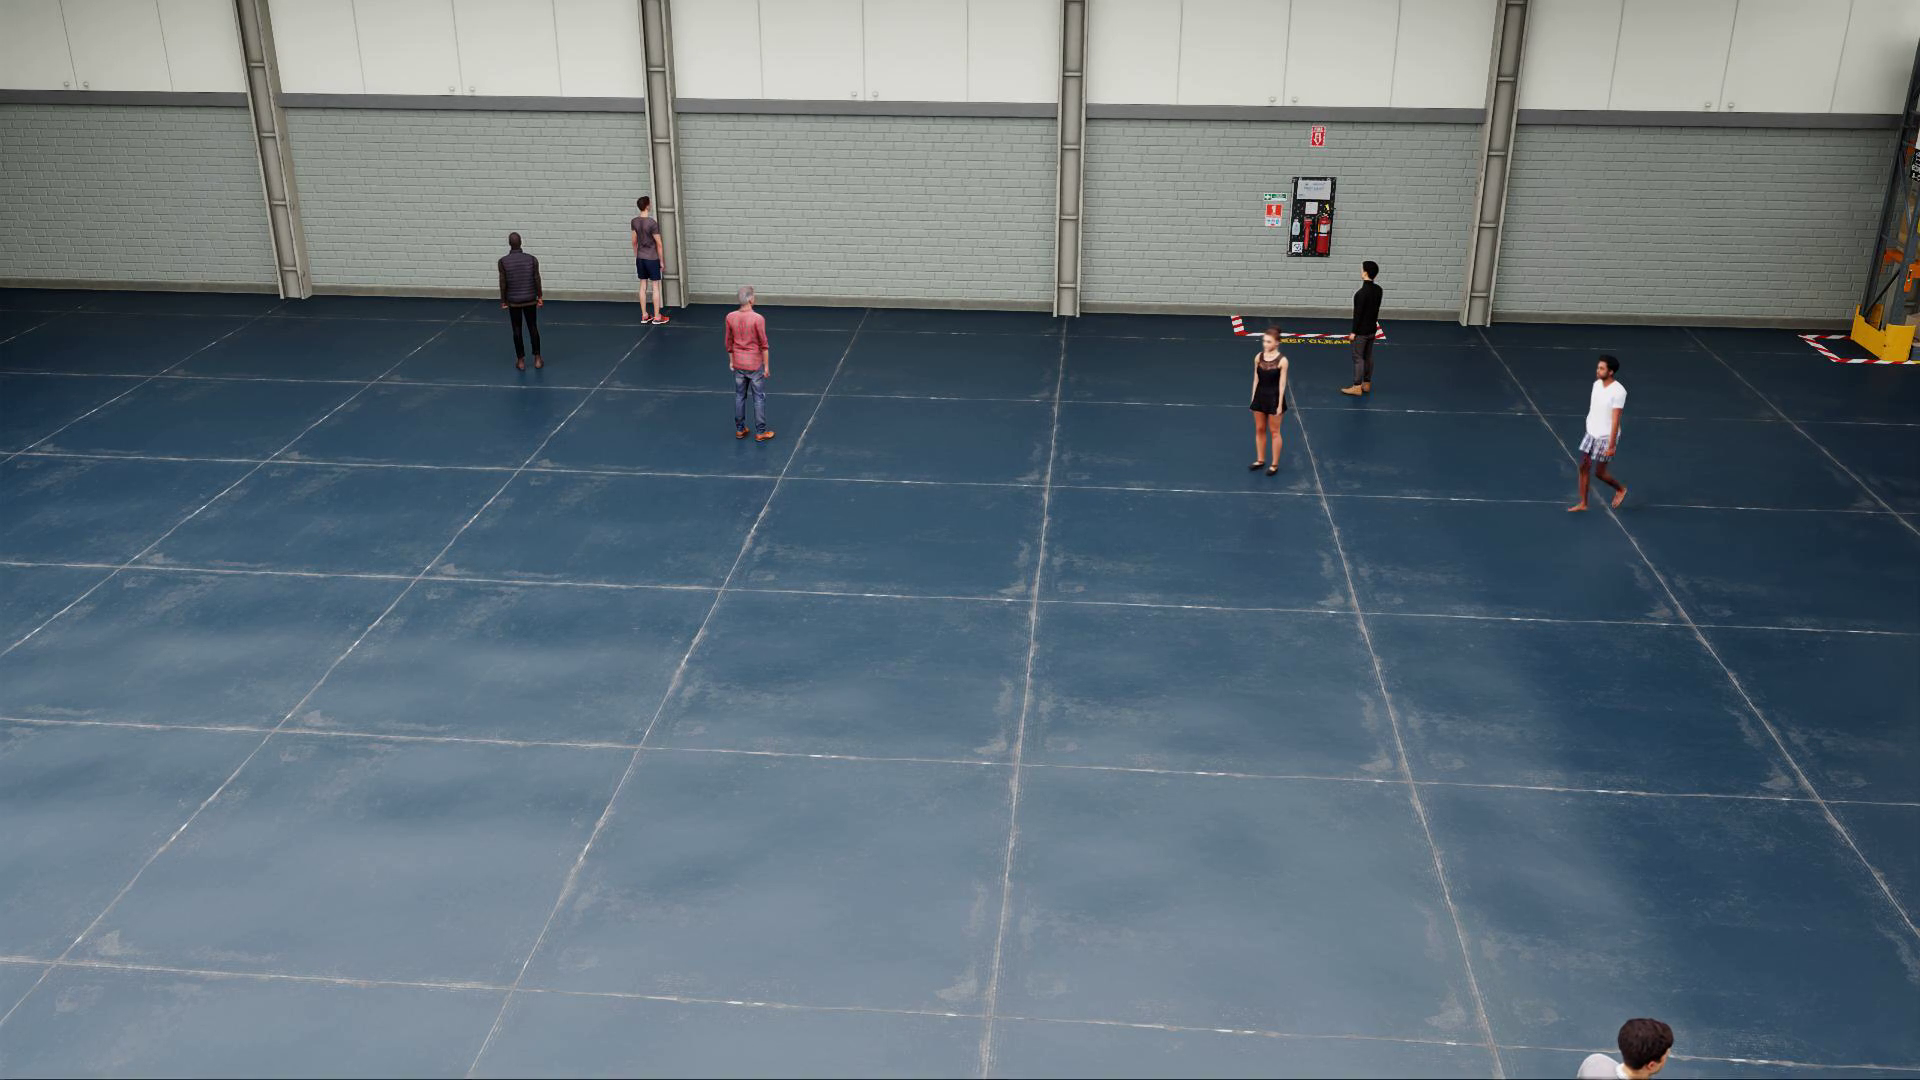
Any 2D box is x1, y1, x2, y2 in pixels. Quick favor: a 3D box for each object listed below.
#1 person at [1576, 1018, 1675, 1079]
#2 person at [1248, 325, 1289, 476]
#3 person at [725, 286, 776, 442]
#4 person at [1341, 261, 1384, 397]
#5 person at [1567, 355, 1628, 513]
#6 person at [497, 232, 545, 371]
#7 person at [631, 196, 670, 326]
[{"bbox_3d":[2.961,2.968,7.559,0.799,1.921,0.833,-9,25,-20],"label":"person"},{"bbox_3d":[3.452,-1.570,18.538,0.676,1.681,0.752,20,30,39],"label":"person"},{"bbox_3d":[-2.487,-2.083,19.552,0.603,1.829,0.811,9,25,20],"label":"person"},{"bbox_3d":[5.142,-2.702,21.145,0.718,1.723,0.766,-20,30,-38],"label":"person"},{"bbox_3d":[6.766,-1.086,17.362,0.958,1.709,0.831,-7,24,-16],"label":"person"},{"bbox_3d":[-5.843,-3.189,22.147,0.664,1.835,0.834,-8,24,-17],"label":"person"},{"bbox_3d":[-4.540,-4.073,24.204,0.601,1.853,0.778,10,25,22],"label":"person"}]
